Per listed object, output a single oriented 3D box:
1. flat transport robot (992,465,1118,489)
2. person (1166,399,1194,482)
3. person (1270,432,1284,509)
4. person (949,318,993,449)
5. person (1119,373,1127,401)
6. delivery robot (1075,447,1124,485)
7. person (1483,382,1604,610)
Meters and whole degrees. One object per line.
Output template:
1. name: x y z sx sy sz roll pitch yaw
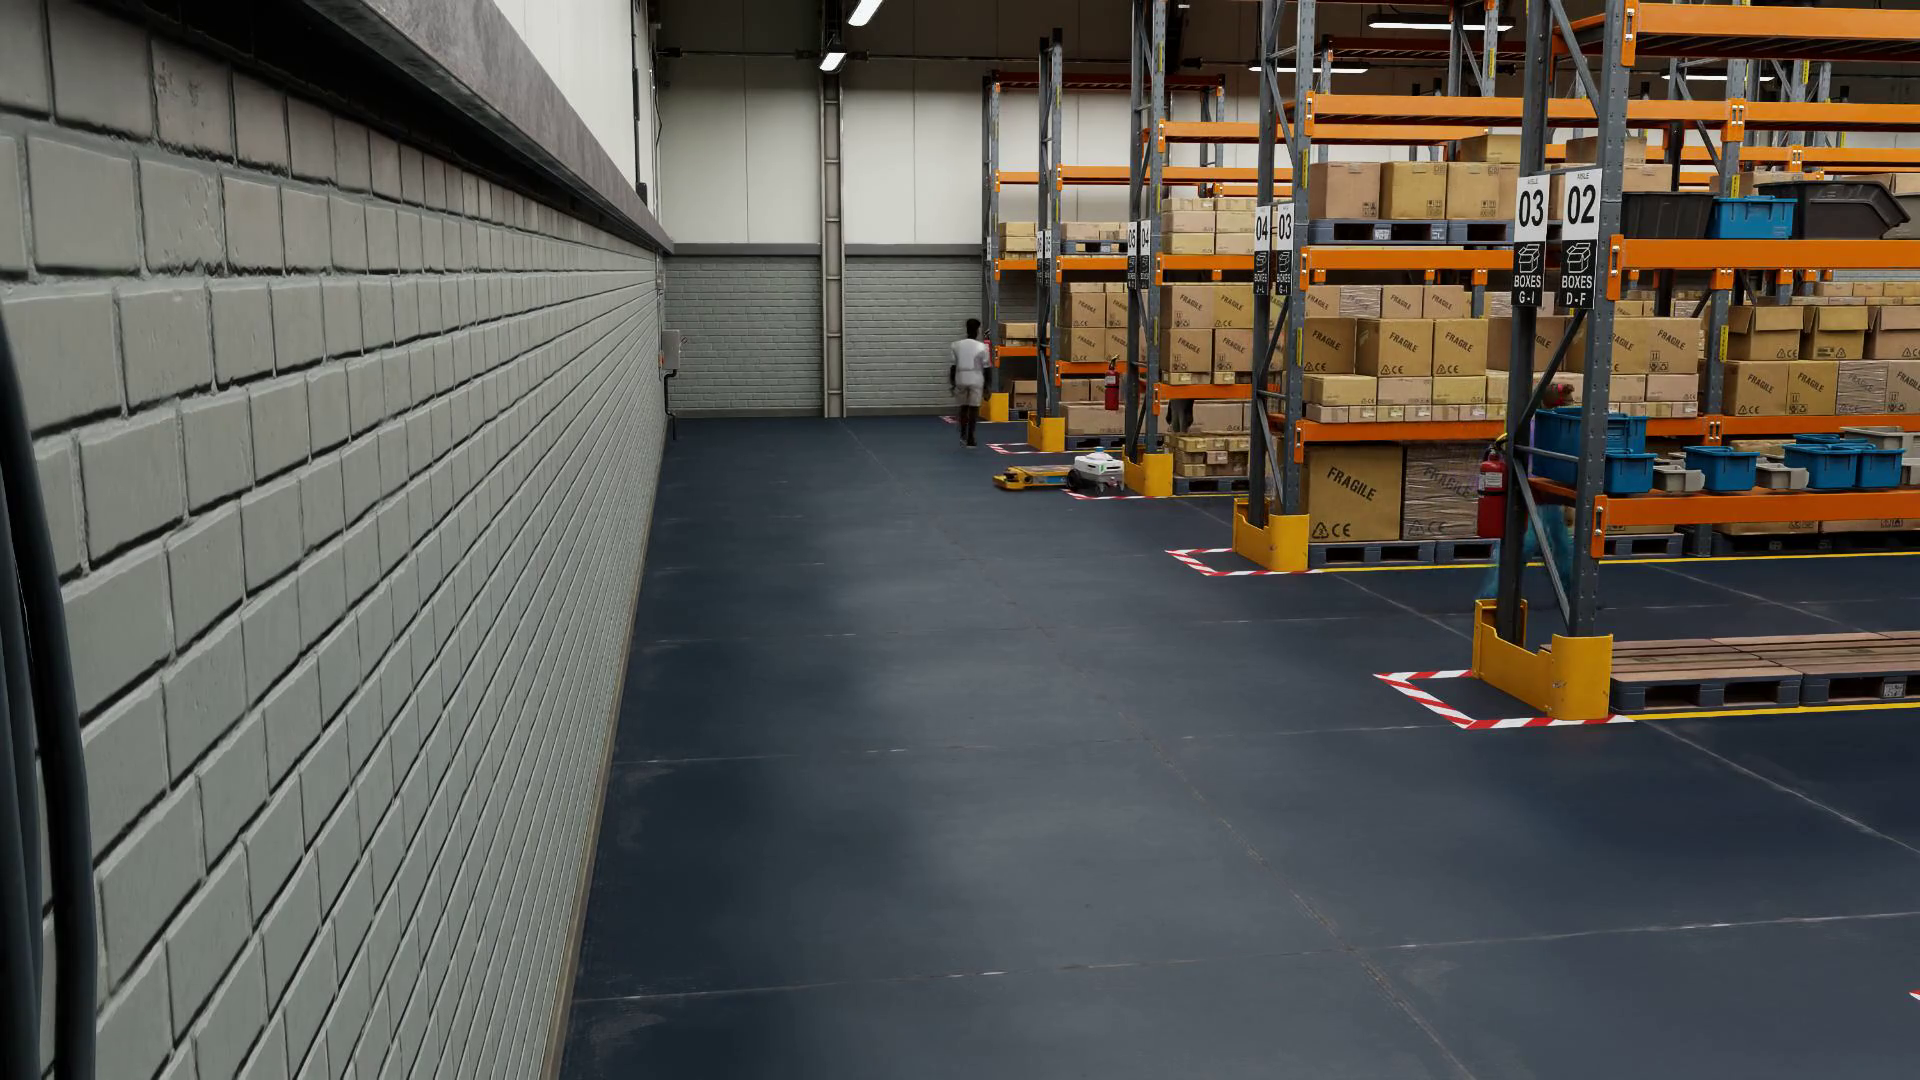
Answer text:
1. flat transport robot: 1.167 -0.785 20.430 1.431 0.197 0.652 -2 10 -14
2. person: 2.722 -1.605 20.619 0.333 1.860 0.510 -4 10 -25
3. person: 3.908 -1.308 18.483 0.984 1.937 0.644 -1 9 -4
4. person: 0.185 -2.346 24.899 0.640 1.944 0.607 4 10 21
5. person: 2.748 -2.618 26.862 0.785 1.860 0.585 -5 11 -29
6. delivery robot: 1.656 -0.867 19.779 0.477 0.478 0.707 -4 10 -24
7. person: 4.530 -0.323 12.890 0.952 1.804 0.581 1 9 4
